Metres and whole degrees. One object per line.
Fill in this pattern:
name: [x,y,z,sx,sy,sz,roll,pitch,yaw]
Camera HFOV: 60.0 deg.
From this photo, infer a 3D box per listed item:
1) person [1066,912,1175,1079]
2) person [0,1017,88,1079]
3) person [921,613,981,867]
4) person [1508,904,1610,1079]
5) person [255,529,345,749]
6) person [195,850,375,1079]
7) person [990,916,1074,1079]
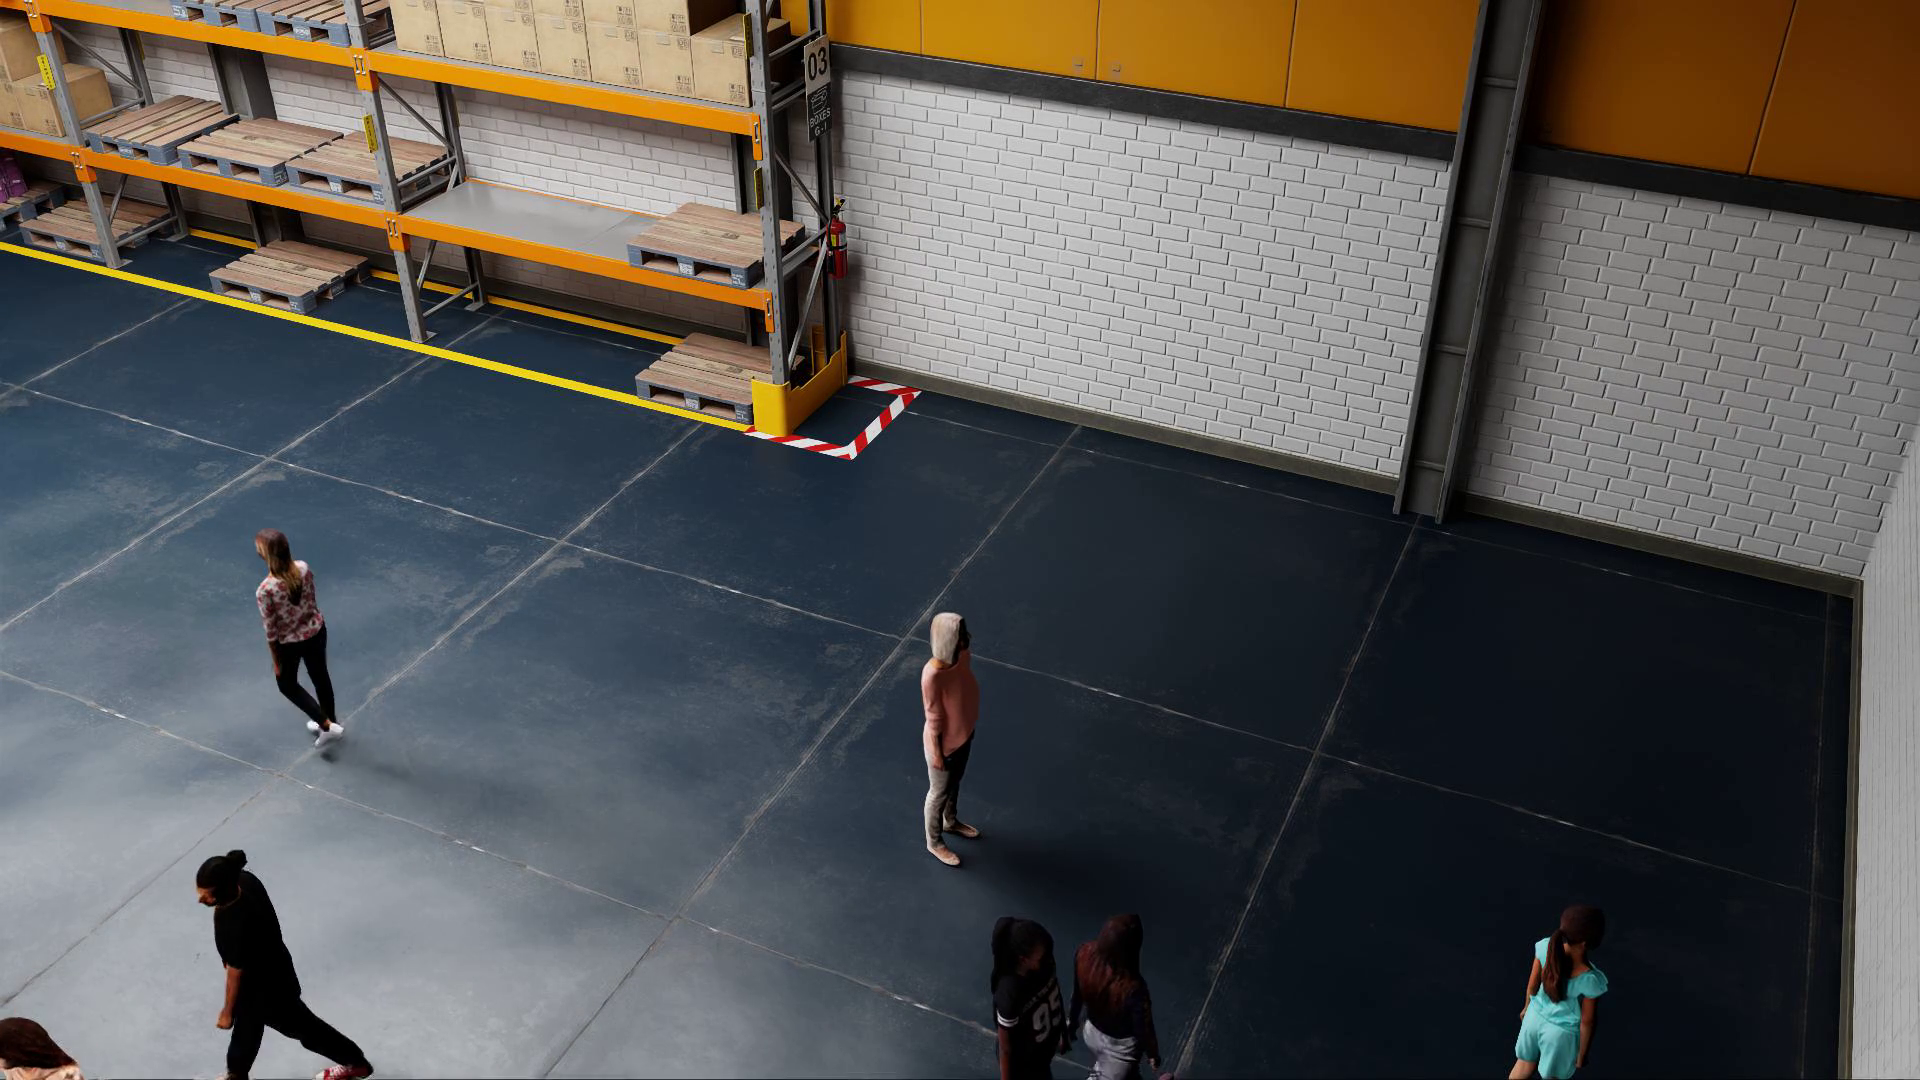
person: [0.678,2.435,7.932,1.009,1.559,1.109,-22,39,-29]
person: [-4.056,2.660,7.686,0.737,1.457,0.766,3,34,5]
person: [-0.069,1.132,9.744,0.519,1.724,0.601,16,37,22]
person: [2.881,2.354,8.055,0.693,1.557,0.601,-21,39,-28]
person: [-4.121,0.659,10.552,0.683,1.616,0.632,17,37,23]
person: [-3.329,2.174,8.191,1.123,1.707,1.122,-13,36,-19]
person: [0.256,2.414,7.839,1.061,1.696,0.624,14,36,20]
